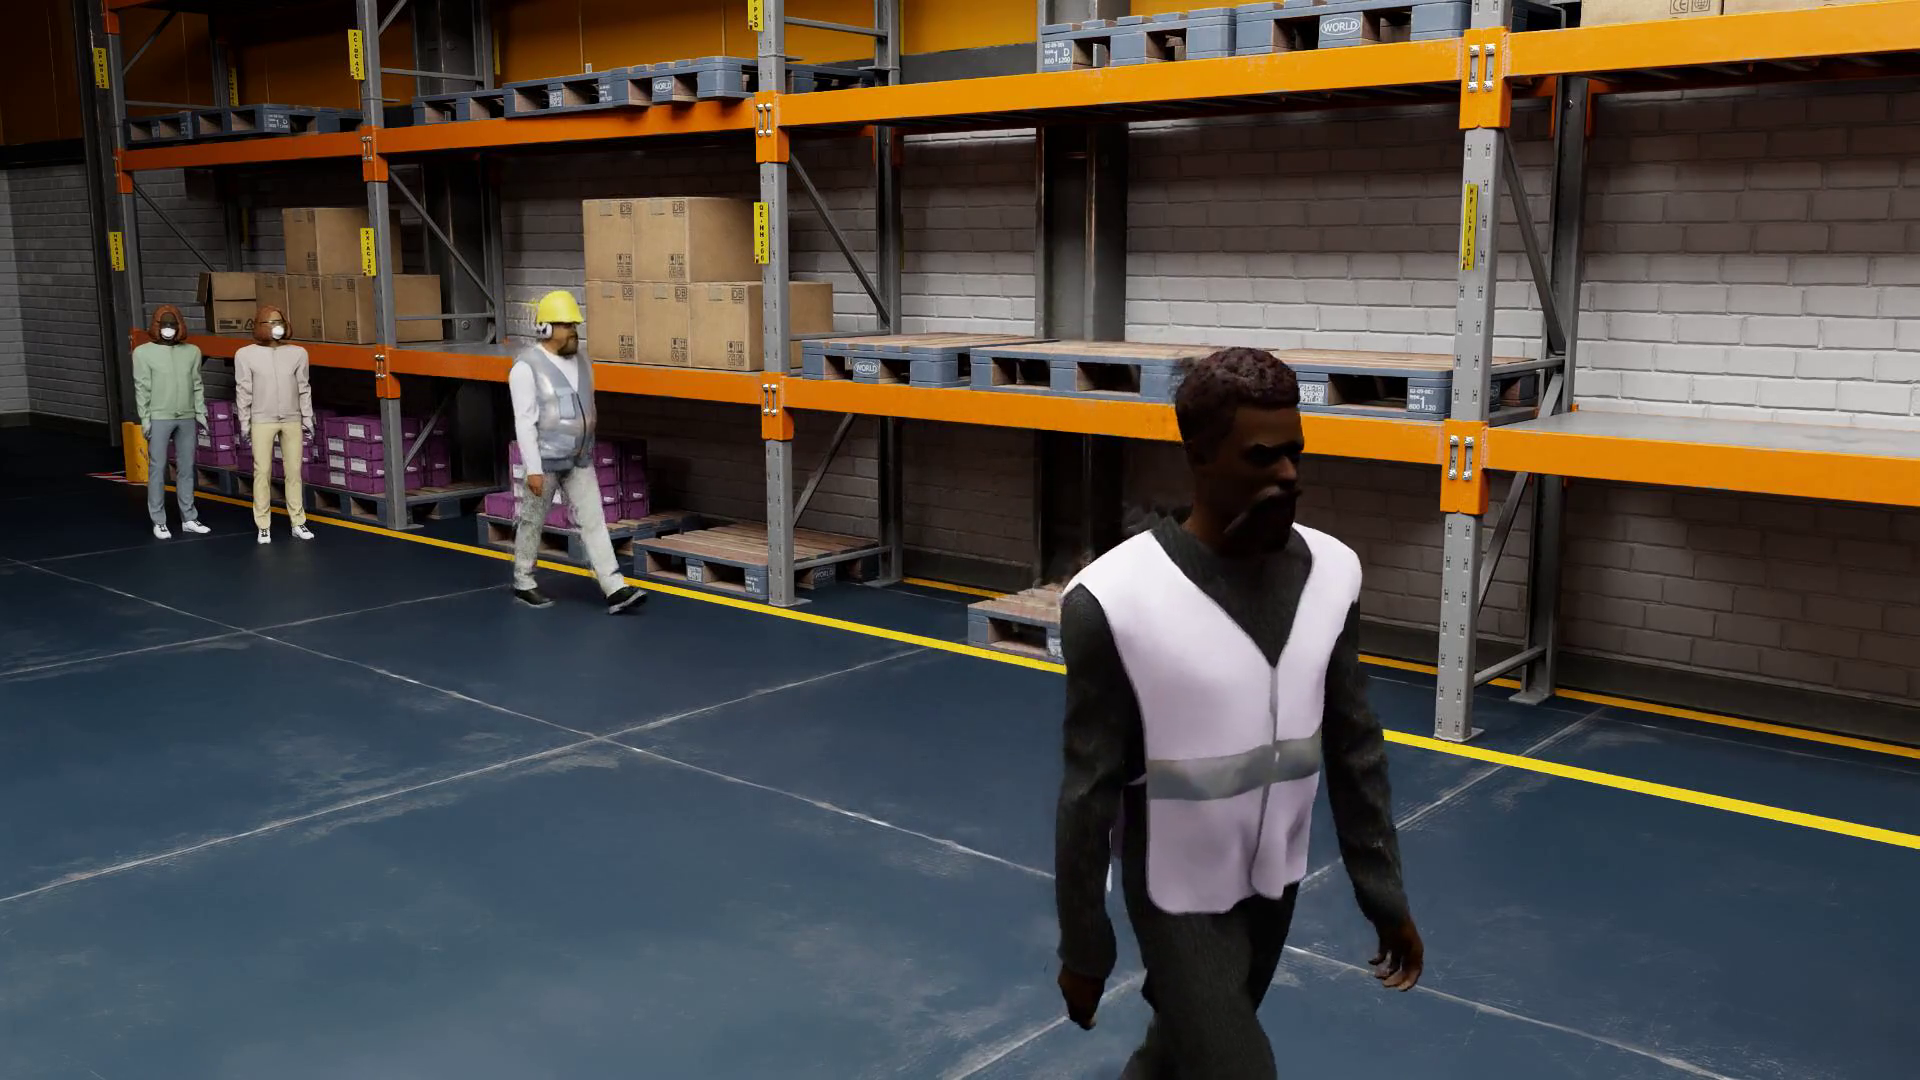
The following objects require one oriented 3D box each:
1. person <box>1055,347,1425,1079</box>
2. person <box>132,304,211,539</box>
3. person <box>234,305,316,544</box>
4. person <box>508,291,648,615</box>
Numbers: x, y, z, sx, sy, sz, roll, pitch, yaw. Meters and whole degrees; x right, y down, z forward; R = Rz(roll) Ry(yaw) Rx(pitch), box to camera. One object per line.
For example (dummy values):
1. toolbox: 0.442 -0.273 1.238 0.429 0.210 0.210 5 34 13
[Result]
1. person: 0.447 0.604 2.853 0.610 1.874 1.002 -7 12 -35
2. person: -5.530 -0.834 11.692 0.285 1.632 0.499 7 12 36
3. person: -4.713 -0.798 11.474 0.507 1.636 0.277 -8 13 -38
4. person: -2.167 -0.466 9.152 0.945 1.781 0.617 6 12 33
